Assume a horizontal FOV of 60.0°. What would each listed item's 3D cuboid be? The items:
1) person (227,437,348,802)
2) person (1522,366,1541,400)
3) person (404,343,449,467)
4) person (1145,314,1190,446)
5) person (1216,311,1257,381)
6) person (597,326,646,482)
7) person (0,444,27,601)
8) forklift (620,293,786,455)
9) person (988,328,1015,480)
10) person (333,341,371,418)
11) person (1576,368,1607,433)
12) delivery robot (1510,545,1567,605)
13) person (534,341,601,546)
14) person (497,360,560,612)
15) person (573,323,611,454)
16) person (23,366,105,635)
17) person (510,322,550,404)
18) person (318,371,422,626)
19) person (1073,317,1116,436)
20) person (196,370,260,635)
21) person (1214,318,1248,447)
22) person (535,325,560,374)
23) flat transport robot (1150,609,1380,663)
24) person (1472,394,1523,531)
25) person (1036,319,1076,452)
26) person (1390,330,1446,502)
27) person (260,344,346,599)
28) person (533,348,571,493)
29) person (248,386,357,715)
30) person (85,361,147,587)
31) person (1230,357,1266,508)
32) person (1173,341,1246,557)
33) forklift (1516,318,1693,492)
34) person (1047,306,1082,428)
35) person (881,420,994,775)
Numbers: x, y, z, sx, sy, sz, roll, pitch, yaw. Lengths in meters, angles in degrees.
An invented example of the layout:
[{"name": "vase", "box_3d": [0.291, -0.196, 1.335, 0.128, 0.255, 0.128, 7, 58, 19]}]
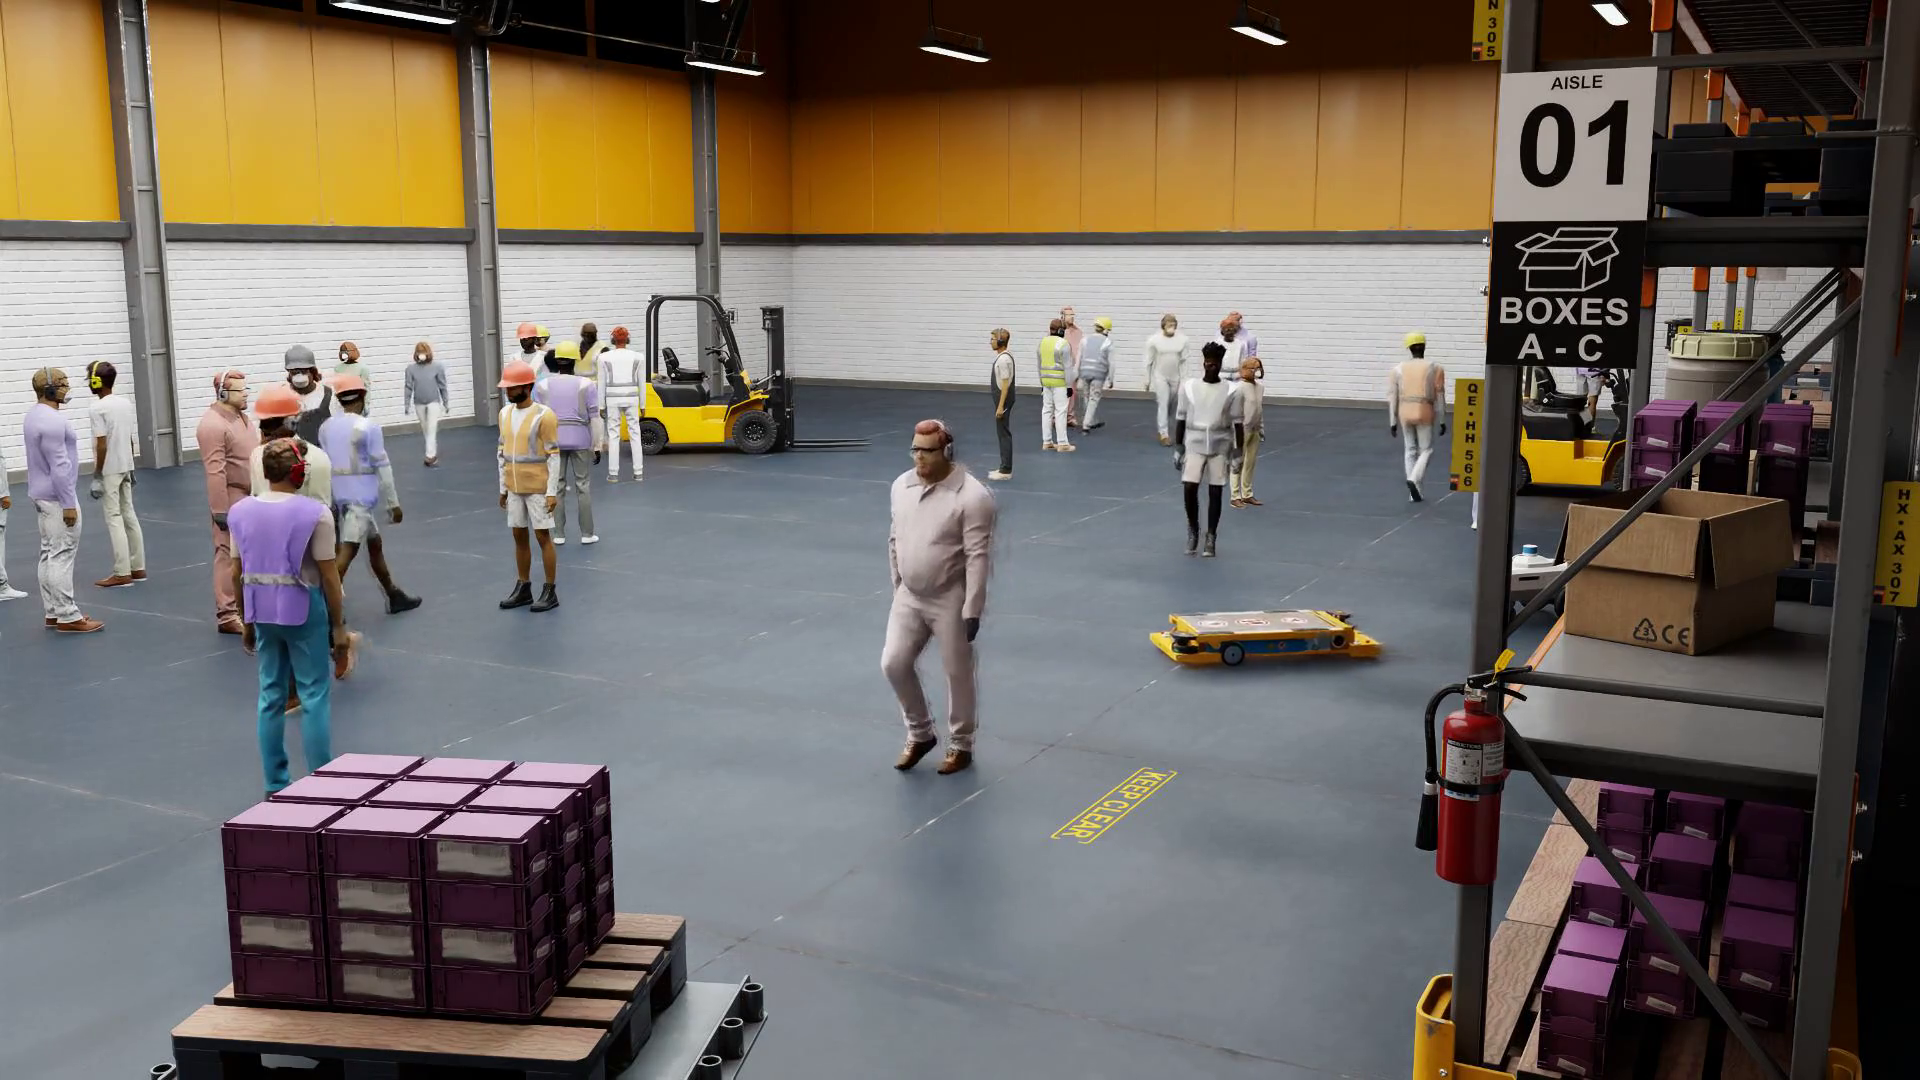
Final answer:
[{"name": "person", "box_3d": [-3.321, 0.416, 8.234, 0.570, 1.843, 0.372, 2, 10, 12]}, {"name": "person", "box_3d": [7.280, -1.837, 21.351, 0.404, 1.826, 0.591, -1, 10, -6]}, {"name": "person", "box_3d": [-6.883, -1.735, 21.398, 0.522, 1.584, 0.863, 0, 10, -1]}, {"name": "person", "box_3d": [2.963, -2.330, 24.054, 0.626, 1.897, 0.973, -2, 10, -9]}, {"name": "person", "box_3d": [3.994, -2.388, 24.290, 0.643, 1.908, 0.399, 5, 11, 27]}, {"name": "person", "box_3d": [-4.058, -1.628, 19.996, 0.572, 1.876, 0.355, -3, 10, -17]}, {"name": "person", "box_3d": [-7.721, -0.387, 13.173, 0.494, 1.743, 0.305, 3, 10, 18]}, {"name": "forklift", "box_3d": [-3.588, -2.317, 23.042, 2.313, 2.155, 1.214, -1, 10, -5]}, {"name": "person", "box_3d": [0.504, -1.643, 20.150, 0.330, 1.844, 0.520, 1, 10, 5]}, {"name": "person", "box_3d": [-7.702, -1.697, 21.075, 0.507, 1.632, 0.274, 2, 10, 13]}, {"name": "person", "box_3d": [9.249, -2.466, 24.340, 0.385, 2.045, 0.605, -3, 10, -19]}, {"name": "delivery robot", "box_3d": [4.266, 0.280, 12.479, 0.707, 0.478, 0.477, -3, 10, -19]}, {"name": "person", "box_3d": [-3.681, -0.907, 15.655, 0.593, 1.924, 0.380, -1, 10, -6]}, {"name": "person", "box_3d": [-3.328, -0.409, 12.746, 0.550, 1.933, 0.374, 5, 11, 27]}, {"name": "person", "box_3d": [-5.035, -2.084, 22.831, 0.657, 1.806, 0.575, 5, 11, 24]}, {"name": "person", "box_3d": [-6.512, -0.284, 12.015, 0.373, 1.940, 0.629, -8, 13, -40]}, {"name": "person", "box_3d": [-5.053, -1.592, 19.589, 0.552, 1.936, 0.358, 2, 10, 11]}, {"name": "person", "box_3d": [-4.512, -0.311, 12.381, 0.575, 1.876, 1.020, 6, 11, 31]}, {"name": "person", "box_3d": [2.068, -2.479, 25.191, 0.669, 1.777, 0.792, 7, 12, 34]}, {"name": "person", "box_3d": [-5.242, -0.279, 12.082, 0.402, 1.906, 0.652, -1, 10, -4]}, {"name": "person", "box_3d": [3.705, -2.171, 23.205, 0.615, 1.859, 0.627, -2, 10, -11]}, {"name": "person", "box_3d": [-5.679, -2.033, 22.638, 0.523, 1.769, 0.310, 4, 11, 21]}, {"name": "flat transport robot", "box_3d": [2.082, 0.652, 11.418, 1.431, 0.197, 0.652, -2, 10, -9]}, {"name": "person", "box_3d": [5.277, -0.957, 16.415, 0.522, 1.767, 0.316, 5, 11, 25]}, {"name": "person", "box_3d": [1.350, -2.146, 23.091, 0.429, 1.840, 0.624, -9, 13, -41]}, {"name": "person", "box_3d": [4.995, -1.341, 18.233, 0.607, 1.902, 0.581, 6, 11, 31]}, {"name": "person", "box_3d": [-5.144, -0.524, 13.107, 0.674, 2.000, 0.537, -3, 10, -18]}, {"name": "person", "box_3d": [-4.601, -1.314, 18.718, 0.538, 1.677, 0.681, 3, 10, 19]}, {"name": "person", "box_3d": [-3.990, 0.037, 10.100, 0.625, 1.970, 0.817, 5, 11, 25]}, {"name": "person", "box_3d": [-6.995, -0.542, 13.731, 0.310, 1.862, 0.533, 1, 10, 5]}, {"name": "person", "box_3d": [3.126, -1.167, 18.006, 0.497, 1.634, 0.279, -9, 13, -43]}, {"name": "person", "box_3d": [2.249, -0.812, 15.007, 0.645, 1.953, 0.457, 2, 10, 10]}, {"name": "forklift", "box_3d": [7.066, -1.601, 18.899, 2.313, 2.155, 1.214, 5, 11, 27]}, {"name": "person", "box_3d": [1.681, -2.704, 26.105, 0.641, 1.913, 0.407, -7, 12, -34]}, {"name": "person", "box_3d": [-0.125, 0.310, 8.711, 0.689, 1.884, 0.554, 6, 12, 33]}]
